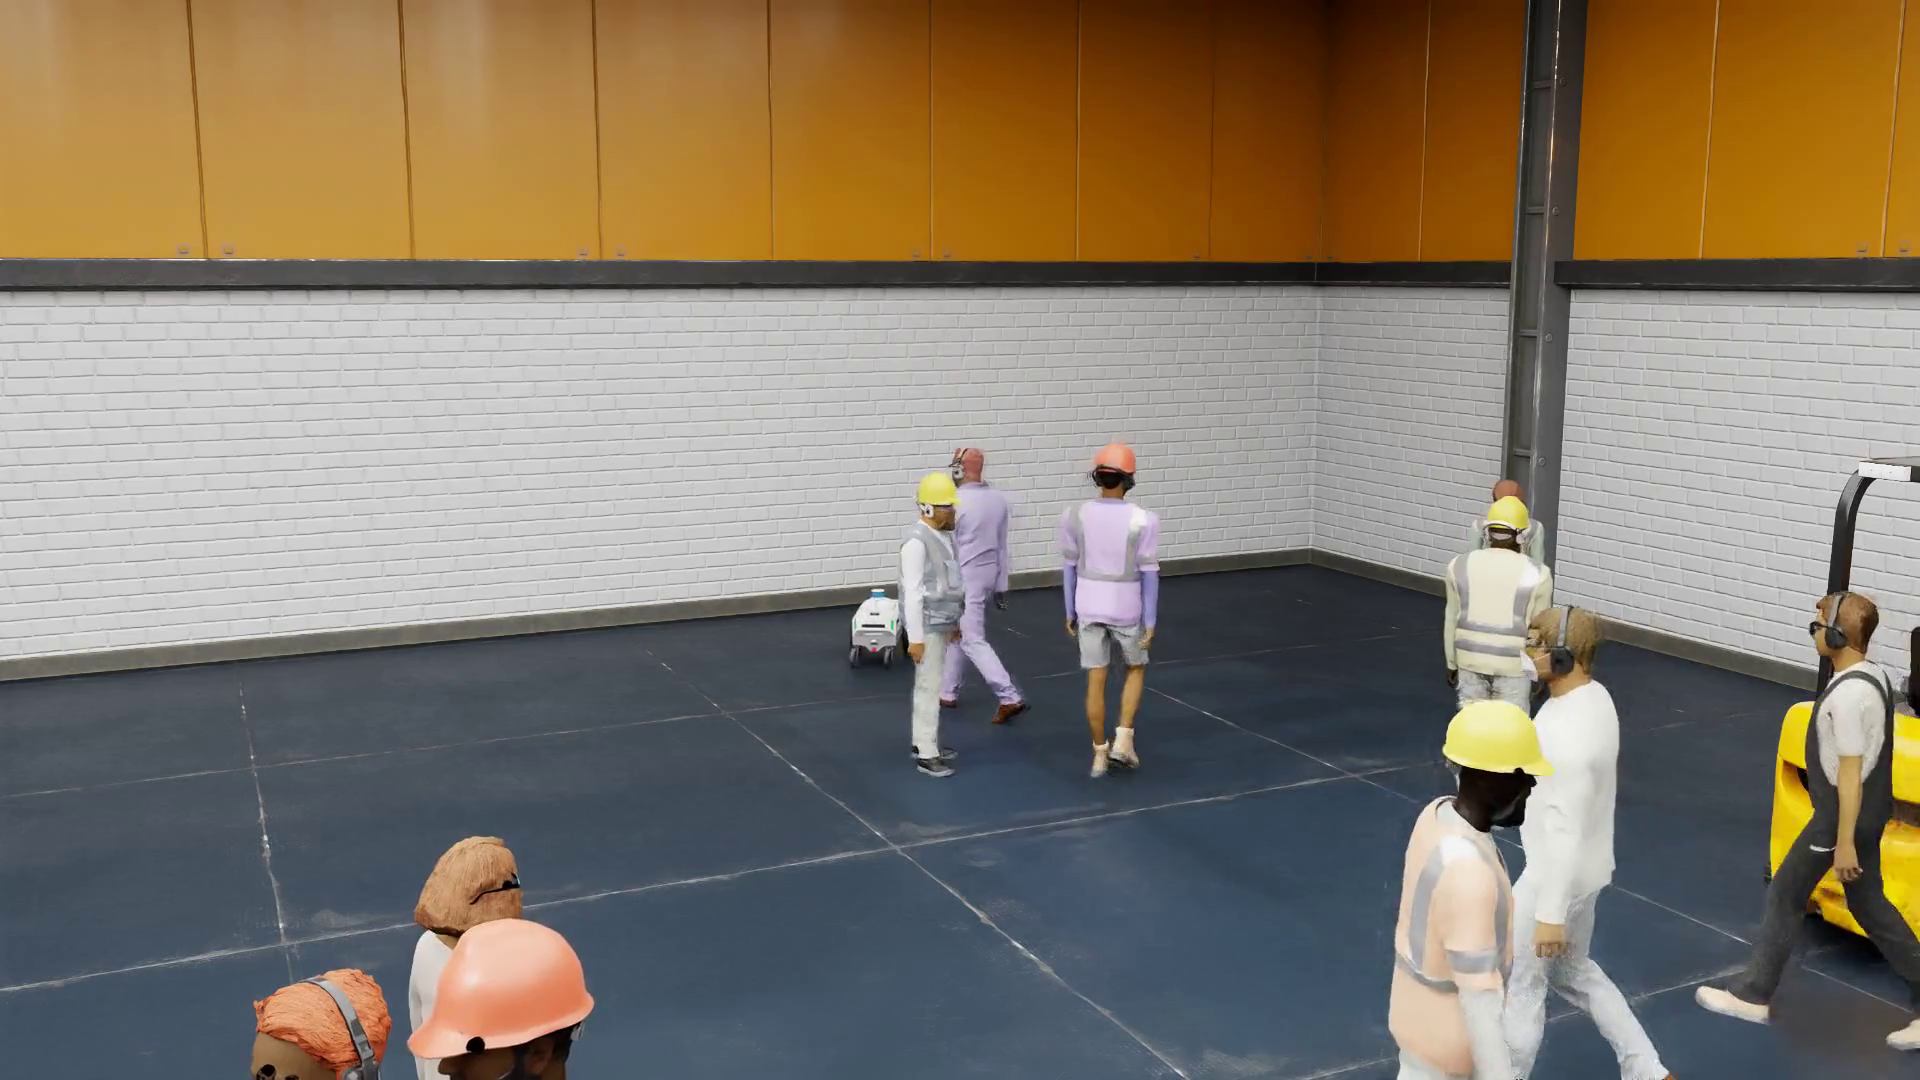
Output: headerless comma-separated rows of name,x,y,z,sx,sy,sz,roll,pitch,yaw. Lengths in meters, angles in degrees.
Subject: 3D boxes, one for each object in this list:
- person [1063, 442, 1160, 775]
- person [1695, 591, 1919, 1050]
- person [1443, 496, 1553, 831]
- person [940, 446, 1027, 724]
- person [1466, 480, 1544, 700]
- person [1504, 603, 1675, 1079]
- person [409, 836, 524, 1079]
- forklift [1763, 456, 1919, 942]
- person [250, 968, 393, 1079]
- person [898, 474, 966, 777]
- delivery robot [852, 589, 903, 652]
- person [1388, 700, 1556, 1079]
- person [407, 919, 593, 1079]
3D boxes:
person,0.910,0.421,10.022,0.605,2.028,0.420,3,10,18
person,3.520,1.097,6.538,0.949,1.800,0.521,7,12,38
person,2.945,0.671,9.119,0.593,1.820,0.412,6,11,33
person,0.090,0.295,11.289,0.941,1.869,0.643,6,11,32
person,3.787,0.376,11.627,0.530,1.585,0.914,2,9,14
person,2.114,1.169,5.753,0.728,1.941,0.649,4,10,25
person,-1.213,1.547,4.234,0.274,1.632,0.507,-8,12,-41
forklift,4.857,0.731,7.561,2.313,2.155,1.214,-4,10,-25
person,-1.047,1.644,2.864,0.573,1.883,0.356,5,10,28
person,-0.149,0.502,10.151,0.433,1.819,0.628,3,10,17
delivery robot,-0.636,0.627,12.983,0.477,0.478,0.707,1,9,4
person,1.382,1.360,4.656,0.989,1.882,0.607,2,9,15
person,-0.750,1.600,2.960,0.370,1.935,0.552,-8,12,-41
